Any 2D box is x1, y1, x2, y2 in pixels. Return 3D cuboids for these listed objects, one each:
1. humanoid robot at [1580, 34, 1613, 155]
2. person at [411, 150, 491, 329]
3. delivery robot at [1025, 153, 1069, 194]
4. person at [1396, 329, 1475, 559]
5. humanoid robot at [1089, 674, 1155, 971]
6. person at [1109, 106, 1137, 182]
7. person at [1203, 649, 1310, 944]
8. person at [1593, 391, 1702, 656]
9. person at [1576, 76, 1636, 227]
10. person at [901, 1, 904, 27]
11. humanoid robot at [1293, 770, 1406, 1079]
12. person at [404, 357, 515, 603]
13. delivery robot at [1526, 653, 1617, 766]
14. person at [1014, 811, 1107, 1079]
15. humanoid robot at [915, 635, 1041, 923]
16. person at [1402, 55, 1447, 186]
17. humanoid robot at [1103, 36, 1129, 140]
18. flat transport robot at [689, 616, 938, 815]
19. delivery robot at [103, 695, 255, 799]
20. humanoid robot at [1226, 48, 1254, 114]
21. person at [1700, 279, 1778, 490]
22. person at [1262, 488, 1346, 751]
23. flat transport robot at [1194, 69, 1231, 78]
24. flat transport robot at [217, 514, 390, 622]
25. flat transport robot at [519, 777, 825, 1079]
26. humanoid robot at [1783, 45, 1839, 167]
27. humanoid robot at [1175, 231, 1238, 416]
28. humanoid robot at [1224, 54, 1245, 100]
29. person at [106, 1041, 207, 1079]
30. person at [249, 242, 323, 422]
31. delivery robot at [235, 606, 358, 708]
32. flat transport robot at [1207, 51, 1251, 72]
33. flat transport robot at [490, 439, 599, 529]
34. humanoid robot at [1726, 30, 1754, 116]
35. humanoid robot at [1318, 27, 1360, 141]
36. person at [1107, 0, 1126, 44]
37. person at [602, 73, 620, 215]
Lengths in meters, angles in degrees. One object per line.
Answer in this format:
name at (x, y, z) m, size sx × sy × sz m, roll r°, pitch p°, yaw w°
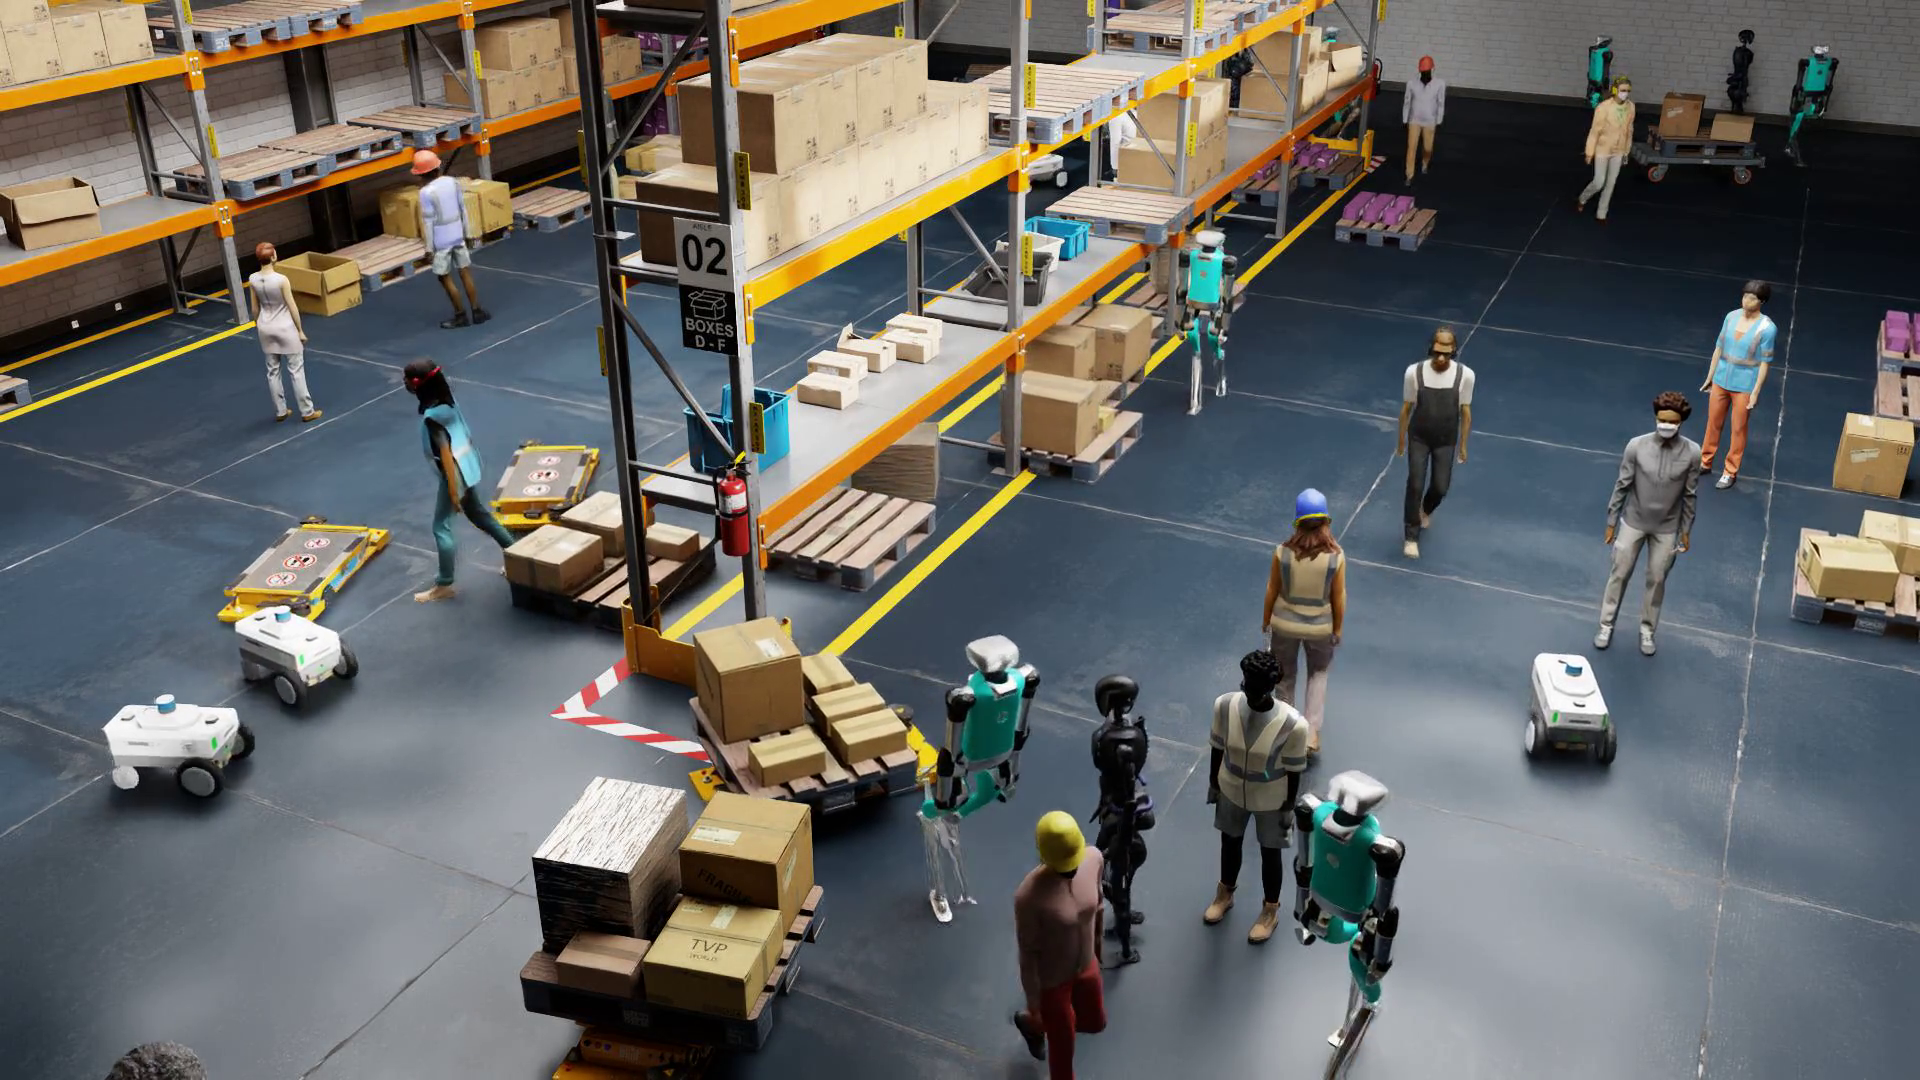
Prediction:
humanoid robot at (9.408, -6.354, 24.054) m, size 0.801 × 1.867 × 0.536 m, roll -4°, pitch 27°, yaw -8°
person at (-5.294, -3.135, 17.284) m, size 0.340 × 1.899 × 0.718 m, roll 13°, pitch 29°, yaw 25°
delivery robot at (1.070, -5.042, 22.634) m, size 0.775 × 0.589 × 0.499 m, roll -17°, pitch 31°, yaw -31°
person at (3.580, -0.777, 12.601) m, size 0.540 × 1.822 × 0.560 m, roll 5°, pitch 27°, yaw 11°
humanoid robot at (0.819, 1.416, 8.346) m, size 0.346 × 1.648 × 0.612 m, roll -2°, pitch 26°, yaw -5°
person at (2.088, -4.593, 20.213) m, size 0.641 × 1.907 × 0.414 m, roll -22°, pitch 34°, yaw -37°
person at (1.505, 1.301, 8.548) m, size 0.528 × 1.688 × 0.322 m, roll 15°, pitch 30°, yaw 28°
person at (4.645, -0.125, 11.208) m, size 0.555 × 1.892 × 0.396 m, roll 8°, pitch 28°, yaw 16°
person at (8.113, -4.877, 20.844) m, size 0.571 × 1.860 × 0.483 m, roll -5°, pitch 27°, yaw -11°
person at (-0.883, -9.461, 30.147) m, size 0.368 × 1.824 × 0.512 m, roll 3°, pitch 26°, yaw 5°
humanoid robot at (1.851, 1.742, 7.610) m, size 0.899 × 1.767 × 0.537 m, roll -22°, pitch 34°, yaw -37°
person at (-3.571, -0.455, 11.955) m, size 0.831 × 1.837 × 0.597 m, roll -4°, pitch 27°, yaw -9°
delivery robot at (3.794, 1.024, 10.380) m, size 0.499 × 0.589 × 0.790 m, roll 4°, pitch 27°, yaw 7°
person at (0.411, 1.865, 7.359) m, size 0.530 × 1.733 × 0.531 m, roll -22°, pitch 34°, yaw -38°
humanoid robot at (0.008, 1.228, 8.678) m, size 0.539 × 1.805 × 0.759 m, roll -17°, pitch 31°, yaw -31°
person at (6.339, -5.776, 22.791) m, size 0.563 × 1.731 × 0.664 m, roll 9°, pitch 28°, yaw 17°
humanoid robot at (2.209, -6.753, 24.818) m, size 0.691 × 1.853 × 0.543 m, roll 5°, pitch 27°, yaw 10°
flat transport robot at (-0.849, 1.375, 10.001) m, size 1.431 × 0.231 × 0.659 m, roll -12°, pitch 29°, yaw -23°
delivery robot at (-4.719, 1.204, 10.006) m, size 0.769 × 0.580 × 0.499 m, roll 1°, pitch 26°, yaw 3°
humanoid robot at (4.065, -6.399, 24.173) m, size 0.787 × 1.633 × 0.585 m, roll -21°, pitch 33°, yaw -36°
person at (6.372, -1.289, 13.690) m, size 0.326 × 1.770 × 0.488 m, roll -17°, pitch 31°, yaw -31°
person at (2.072, 0.511, 10.071) m, size 0.469 × 1.756 × 0.376 m, roll 4°, pitch 27°, yaw 8°
flat transport robot at (3.707, -6.266, 25.434) m, size 1.431 × 0.231 × 0.659 m, roll 10°, pitch 28°, yaw 19°
flat transport robot at (-4.849, 0.218, 12.338) m, size 0.659 × 0.231 × 1.431 m, roll 3°, pitch 26°, yaw 6°
flat transport robot at (-1.409, 2.228, 8.277) m, size 0.659 × 0.231 × 1.431 m, roll 7°, pitch 27°, yaw 13°
humanoid robot at (11.999, -6.195, 23.709) m, size 0.550 × 1.775 × 1.056 m, roll 1°, pitch 26°, yaw 2°
humanoid robot at (2.318, -2.021, 15.273) m, size 0.549 × 1.823 × 0.878 m, roll 12°, pitch 29°, yaw 22°
humanoid robot at (4.062, -6.618, 24.559) m, size 0.378 × 1.654 × 0.608 m, roll -9°, pitch 28°, yaw -18°
person at (-2.775, 2.558, 6.054) m, size 0.454 × 1.647 × 0.866 m, roll -23°, pitch 35°, yaw -38°
person at (-6.123, -1.863, 14.970) m, size 0.450 × 1.661 × 0.291 m, roll 4°, pitch 27°, yaw 9°
delivery robot at (-4.415, 0.732, 10.994) m, size 0.804 × 0.610 × 0.499 m, roll 16°, pitch 30°, yaw 28°
flat transport robot at (4.150, -7.268, 27.458) m, size 1.431 × 0.231 × 0.659 m, roll 21°, pitch 33°, yaw 36°
flat transport robot at (-3.418, -0.467, 13.722) m, size 0.659 × 0.231 × 1.431 m, roll -1°, pitch 26°, yaw -2°
humanoid robot at (11.687, -6.785, 24.894) m, size 0.430 × 1.643 × 0.599 m, roll 4°, pitch 27°, yaw 8°
humanoid robot at (5.611, -6.653, 24.585) m, size 0.873 × 1.786 × 0.568 m, roll 7°, pitch 27°, yaw 14°
person at (2.646, -9.064, 29.213) m, size 0.533 × 1.933 × 0.409 m, roll 16°, pitch 30°, yaw 29°
person at (-4.563, -5.091, 21.281) m, size 0.378 × 1.846 × 0.568 m, roll 1°, pitch 26°, yaw 3°
